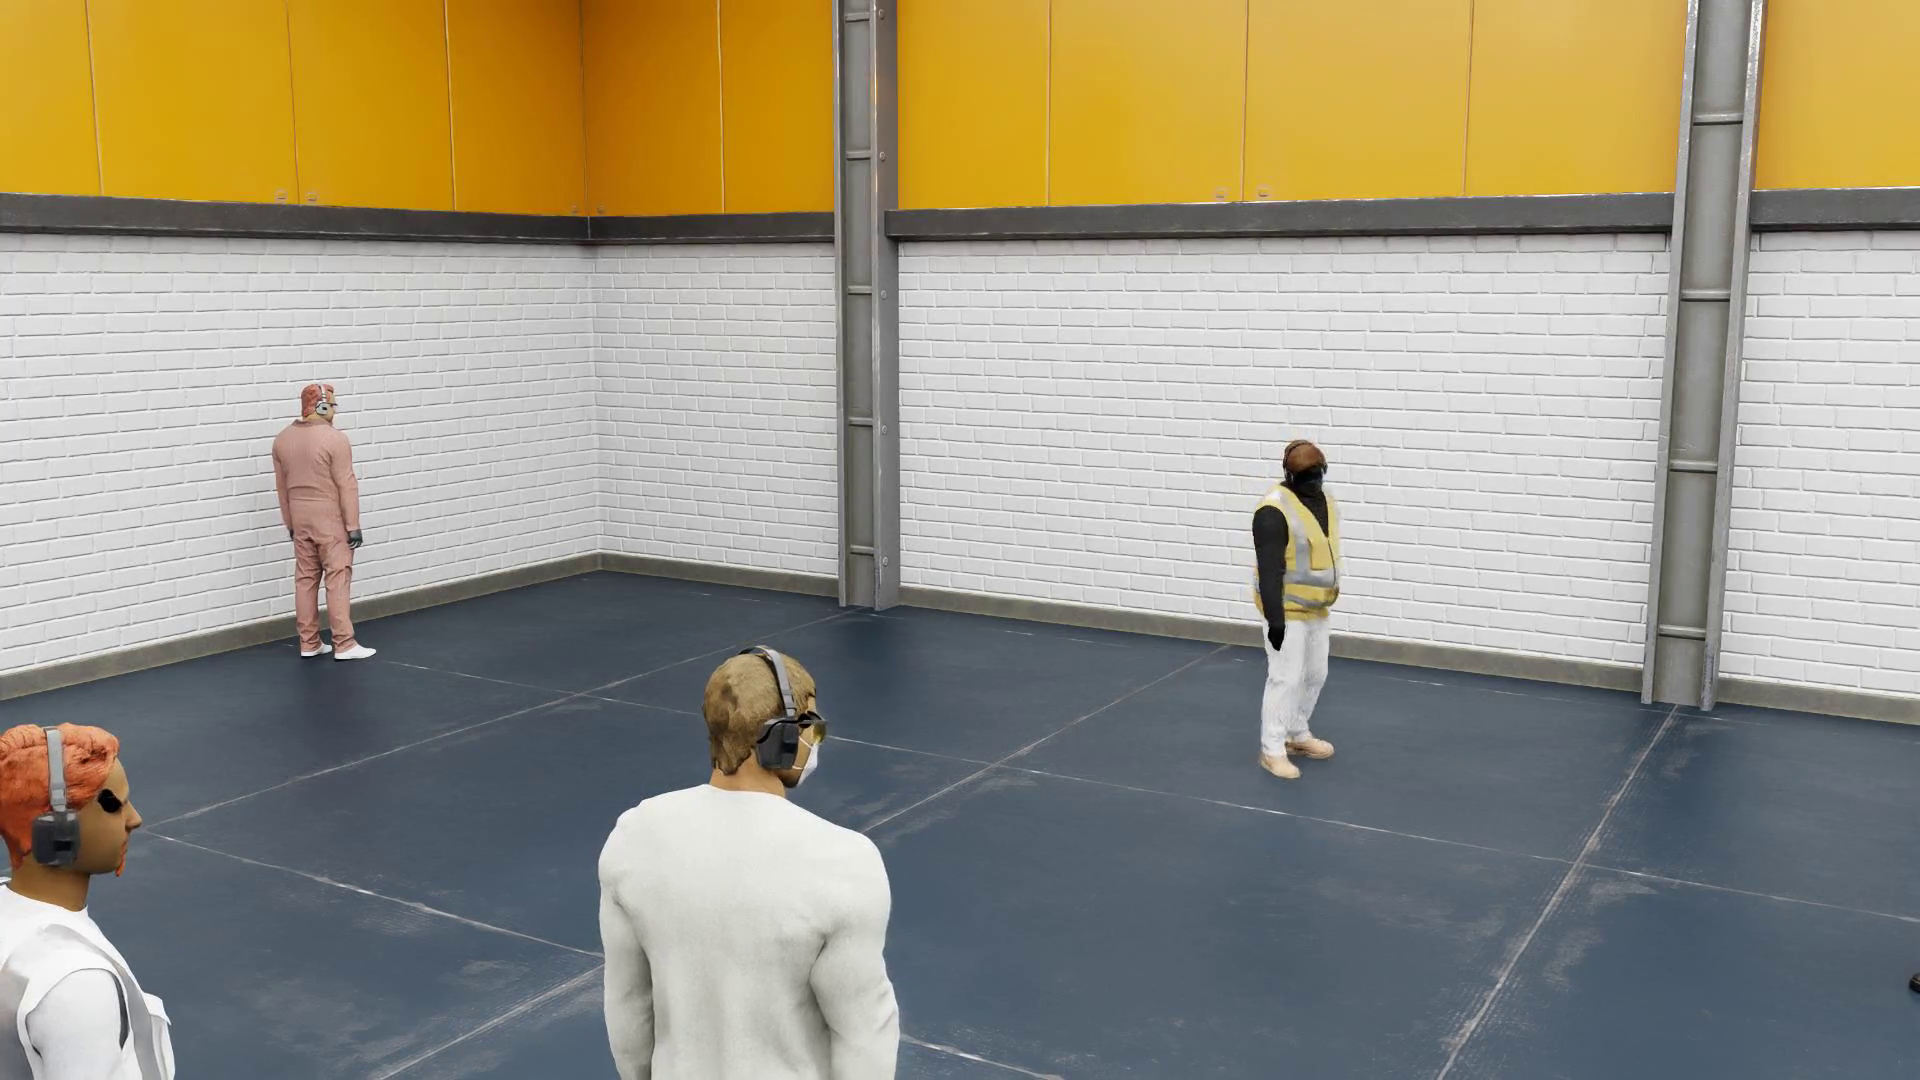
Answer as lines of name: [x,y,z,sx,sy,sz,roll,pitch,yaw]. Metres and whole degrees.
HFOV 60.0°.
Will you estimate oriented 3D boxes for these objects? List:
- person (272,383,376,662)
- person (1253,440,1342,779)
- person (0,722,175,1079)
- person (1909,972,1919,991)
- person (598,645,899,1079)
person: [-4.347,-0.117,11.392,0.636,1.903,0.405,4,10,22]
person: [1.763,0.361,8.722,0.465,1.803,0.679,9,13,43]
person: [-1.548,1.244,2.945,0.584,1.883,0.346,9,13,44]
person: [3.696,0.746,5.915,0.382,1.930,0.548,-4,10,-22]
person: [-0.408,1.166,3.280,0.628,1.934,0.375,4,10,25]
